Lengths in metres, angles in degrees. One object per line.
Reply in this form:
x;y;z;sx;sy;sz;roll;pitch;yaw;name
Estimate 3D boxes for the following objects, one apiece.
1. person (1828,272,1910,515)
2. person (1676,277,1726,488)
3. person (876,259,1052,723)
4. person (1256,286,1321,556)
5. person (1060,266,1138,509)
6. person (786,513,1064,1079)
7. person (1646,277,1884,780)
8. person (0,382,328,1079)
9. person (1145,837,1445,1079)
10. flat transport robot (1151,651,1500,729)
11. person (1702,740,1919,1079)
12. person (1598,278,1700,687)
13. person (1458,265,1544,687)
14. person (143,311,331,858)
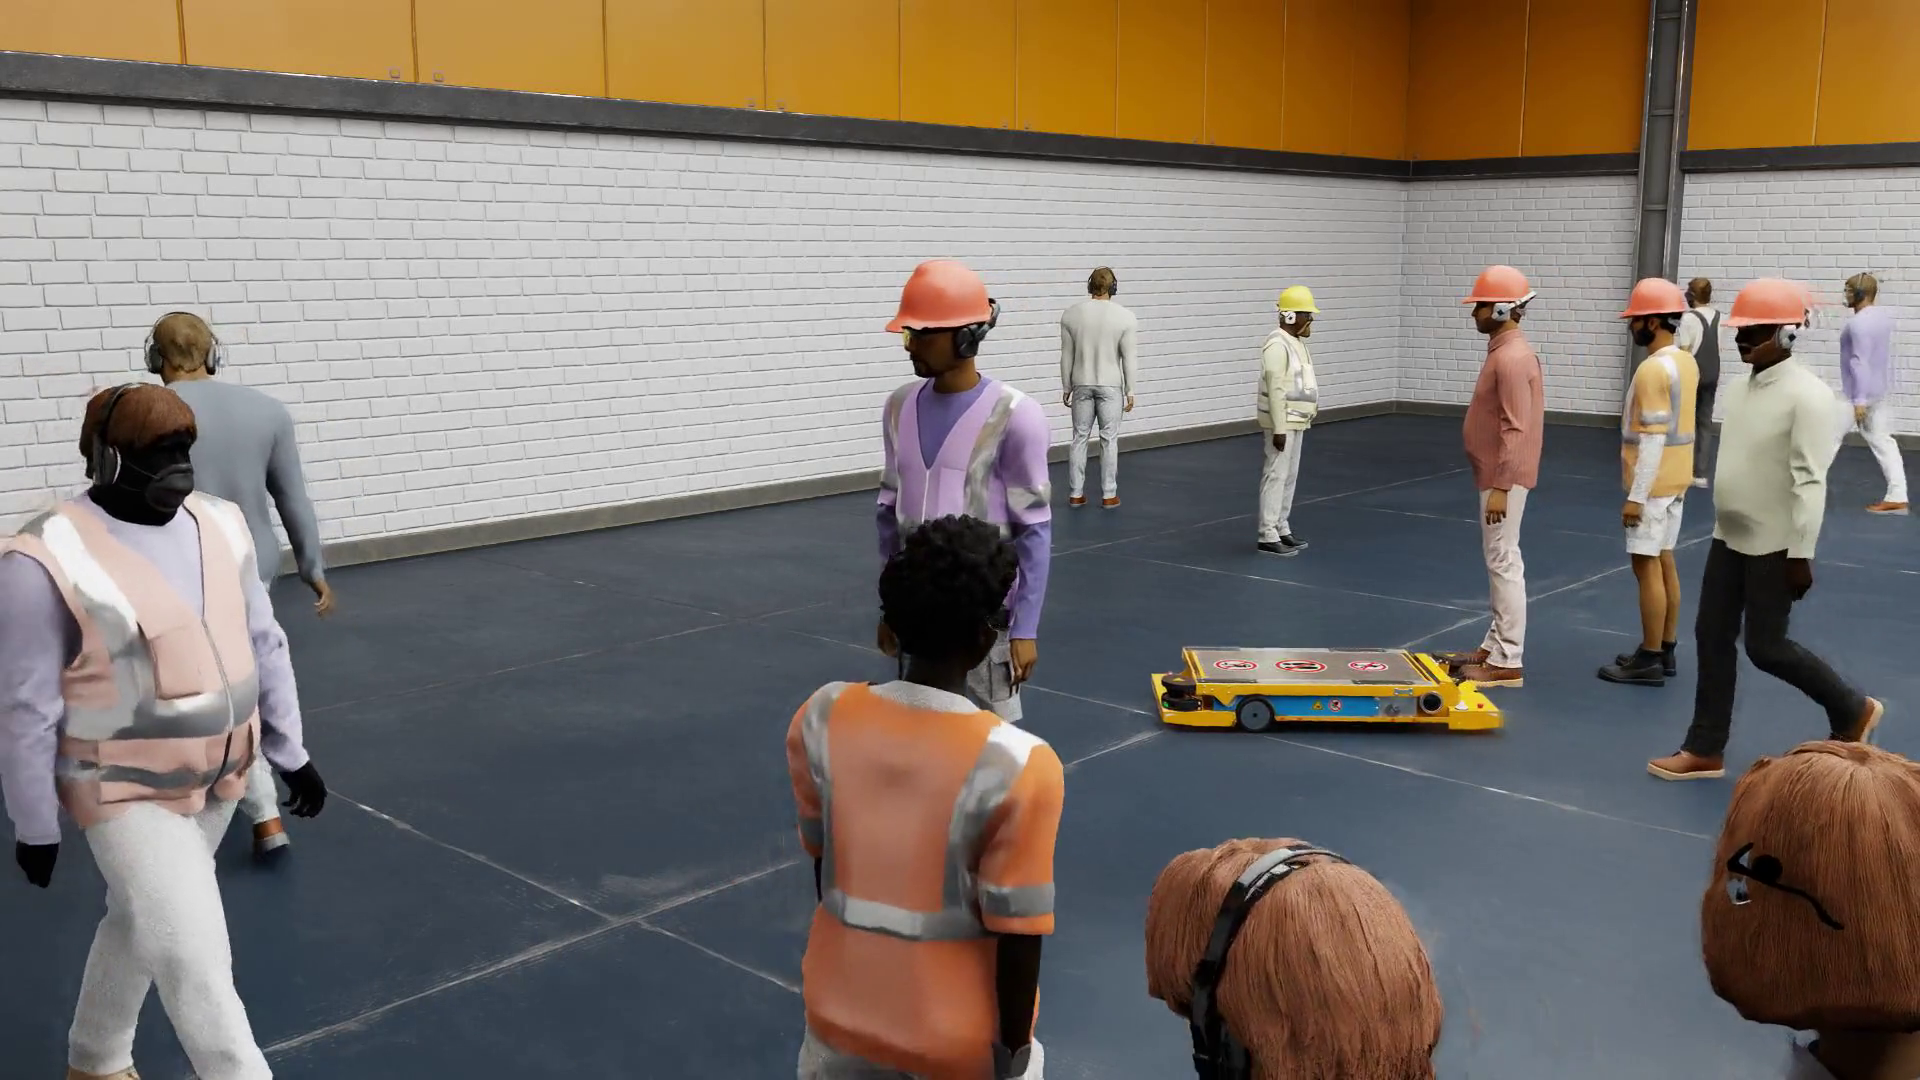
6.989;-1.144;13.049;0.639;1.880;1.063;-10;14;-44;person
6.405;-1.389;14.603;0.514;1.818;0.705;-2;10;-11;person
-0.025;0.198;4.954;0.611;2.040;0.392;8;13;39;person
2.230;-0.807;11.310;0.403;1.823;0.595;5;11;25;person
1.105;-1.206;13.280;0.630;1.934;0.368;3;11;19;person
-0.094;0.786;2.694;0.519;1.658;0.812;5;11;26;person
3.140;-0.019;6.394;0.780;1.970;0.621;-1;10;-6;person
-1.773;0.544;3.733;0.978;1.793;0.619;4;11;20;person
0.274;1.026;1.493;0.523;1.596;0.822;-4;11;-21;person
1.595;0.651;7.411;1.431;0.197;0.652;0;10;2;flat transport robot
0.822;0.991;1.599;0.286;1.631;0.502;9;13;41;person
3.277;-0.272;7.931;0.378;1.932;0.551;8;13;38;person
2.551;-0.299;7.913;0.396;1.993;0.617;3;10;16;person
-2.562;0.141;5.812;0.697;1.866;1.047;-10;14;-44;person
